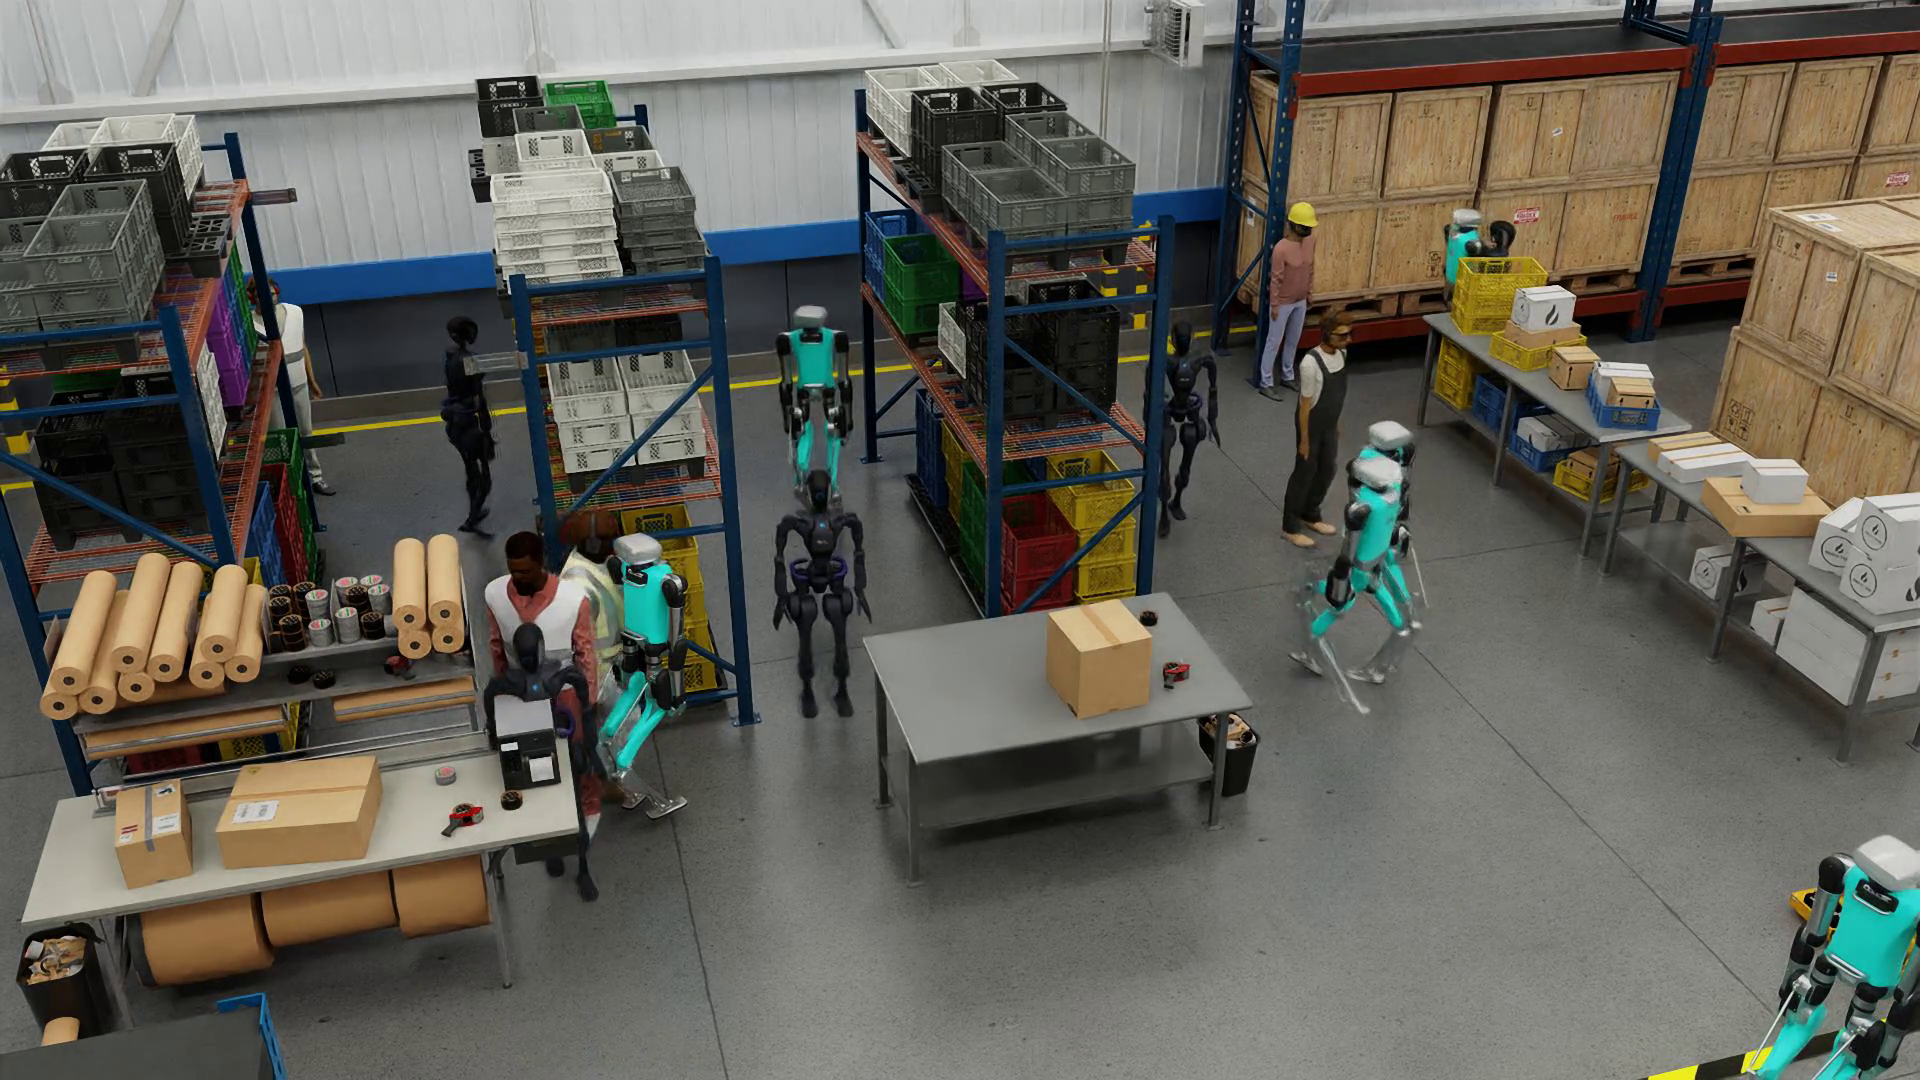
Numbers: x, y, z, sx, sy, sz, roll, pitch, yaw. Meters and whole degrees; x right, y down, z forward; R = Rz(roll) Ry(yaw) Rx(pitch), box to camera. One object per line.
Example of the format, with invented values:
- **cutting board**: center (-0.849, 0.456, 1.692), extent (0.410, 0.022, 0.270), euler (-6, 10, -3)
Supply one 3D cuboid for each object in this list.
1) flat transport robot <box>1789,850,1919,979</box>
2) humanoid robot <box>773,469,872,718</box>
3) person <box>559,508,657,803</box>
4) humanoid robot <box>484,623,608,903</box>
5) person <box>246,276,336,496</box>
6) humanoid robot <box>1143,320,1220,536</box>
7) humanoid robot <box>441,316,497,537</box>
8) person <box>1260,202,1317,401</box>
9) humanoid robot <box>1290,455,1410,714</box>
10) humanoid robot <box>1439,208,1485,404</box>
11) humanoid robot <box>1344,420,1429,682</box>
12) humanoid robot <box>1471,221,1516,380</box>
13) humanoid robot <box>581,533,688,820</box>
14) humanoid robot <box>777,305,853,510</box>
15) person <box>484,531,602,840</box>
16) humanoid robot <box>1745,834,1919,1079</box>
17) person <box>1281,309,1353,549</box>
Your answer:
- **flat transport robot**: center (5.163, 1.916, 8.676), extent (1.431, 0.231, 0.659), euler (-8, 30, -14)
- **humanoid robot**: center (-0.842, 0.333, 10.089), extent (0.601, 1.652, 0.332), euler (-6, 29, -10)
- **person**: center (-1.967, 0.655, 9.348), extent (0.616, 1.830, 0.670), euler (-1, 29, -1)
- **humanoid robot**: center (-2.147, 1.137, 8.643), extent (0.589, 1.636, 0.594), euler (-8, 30, -15)
- **person**: center (-5.140, -1.142, 12.601), extent (0.378, 1.844, 0.568), euler (21, 35, 33)
- **humanoid robot**: center (1.637, -0.840, 12.240), extent (0.600, 1.640, 0.573), euler (-3, 29, -5)
- **humanoid robot**: center (-3.646, -0.834, 12.224), extent (0.448, 1.645, 0.609), euler (-22, 36, -35)
- **person**: center (2.869, -2.066, 14.373), extent (0.523, 1.761, 0.336), euler (-21, 35, -33)
- **humanoid robot**: center (2.280, 0.191, 10.315), extent (0.565, 1.779, 0.894), euler (-21, 35, -33)
- **humanoid robot**: center (4.451, -1.973, 14.247), extent (0.741, 1.798, 0.551), euler (-6, 29, -11)
- **humanoid robot**: center (2.714, 0.147, 10.354), extent (0.542, 1.770, 0.675), euler (-20, 35, -32)
- **humanoid robot**: center (4.494, -1.925, 14.193), extent (0.315, 1.647, 0.598), euler (16, 33, 27)
- **humanoid robot**: center (-1.821, 0.810, 9.028), extent (0.533, 1.672, 0.735), euler (20, 35, 32)
- **humanoid robot**: center (-1.038, -0.787, 12.054), extent (0.532, 1.728, 0.968), euler (-1, 29, -1)
- **person**: center (-2.237, 0.784, 9.036), extent (0.592, 1.913, 0.398), euler (5, 29, 9)
- **humanoid robot**: center (3.503, 2.013, 6.835), extent (0.735, 1.677, 0.533), euler (-16, 33, -27)
- **person**: center (2.587, -0.802, 11.997), extent (0.507, 1.834, 0.338), euler (-25, 37, -37)
